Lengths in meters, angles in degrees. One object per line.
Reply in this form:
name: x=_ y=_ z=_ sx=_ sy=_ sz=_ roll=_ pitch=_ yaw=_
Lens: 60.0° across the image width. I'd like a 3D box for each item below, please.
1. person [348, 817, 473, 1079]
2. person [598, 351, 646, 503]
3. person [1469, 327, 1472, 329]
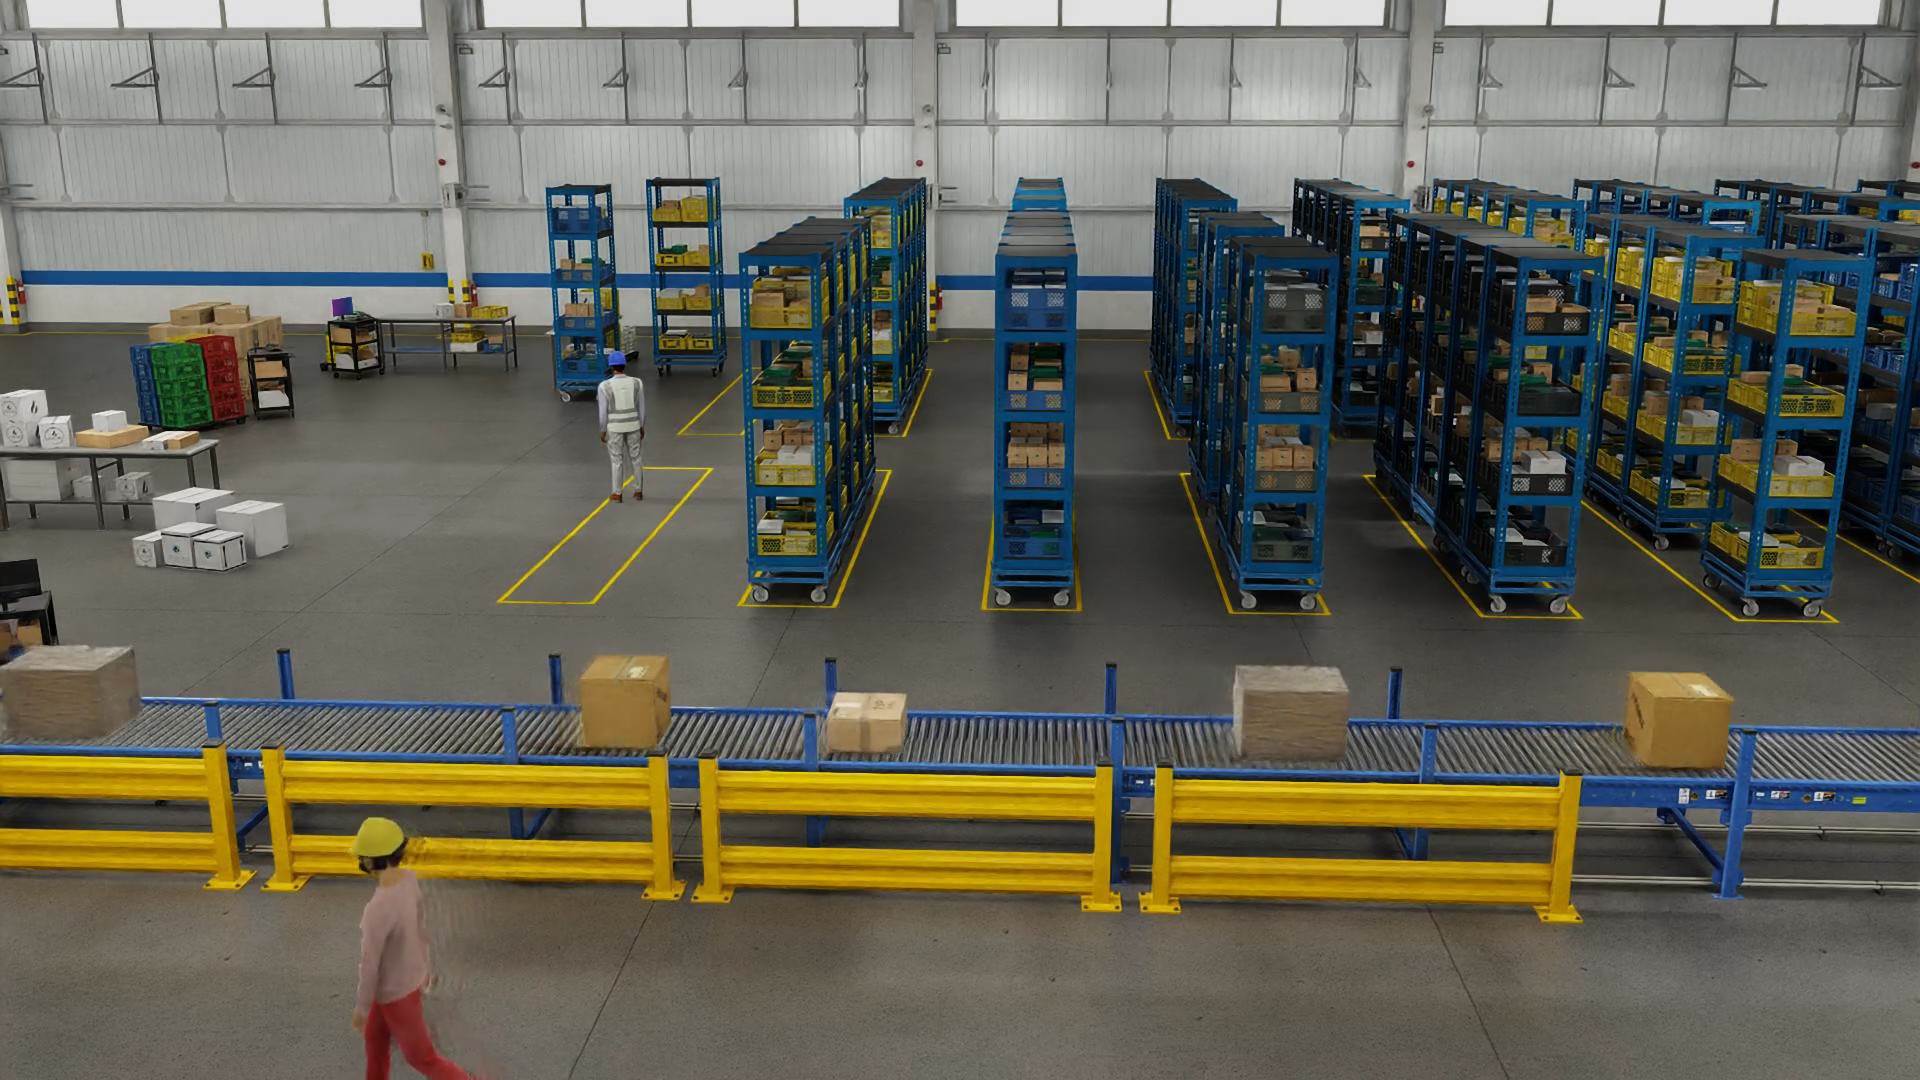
person: x=-2.729 y=2.173 z=8.198 sx=0.886 sy=1.730 sz=0.523 roll=-1 pitch=15 yaw=-4
person: x=-4.292 y=-1.438 z=21.183 sx=0.605 sy=1.950 sz=0.381 roll=-8 pitch=17 yaw=-27
person: x=7.797 y=-2.761 z=26.317 sx=0.607 sy=1.824 sz=0.628 roll=-1 pitch=15 yaw=-5
